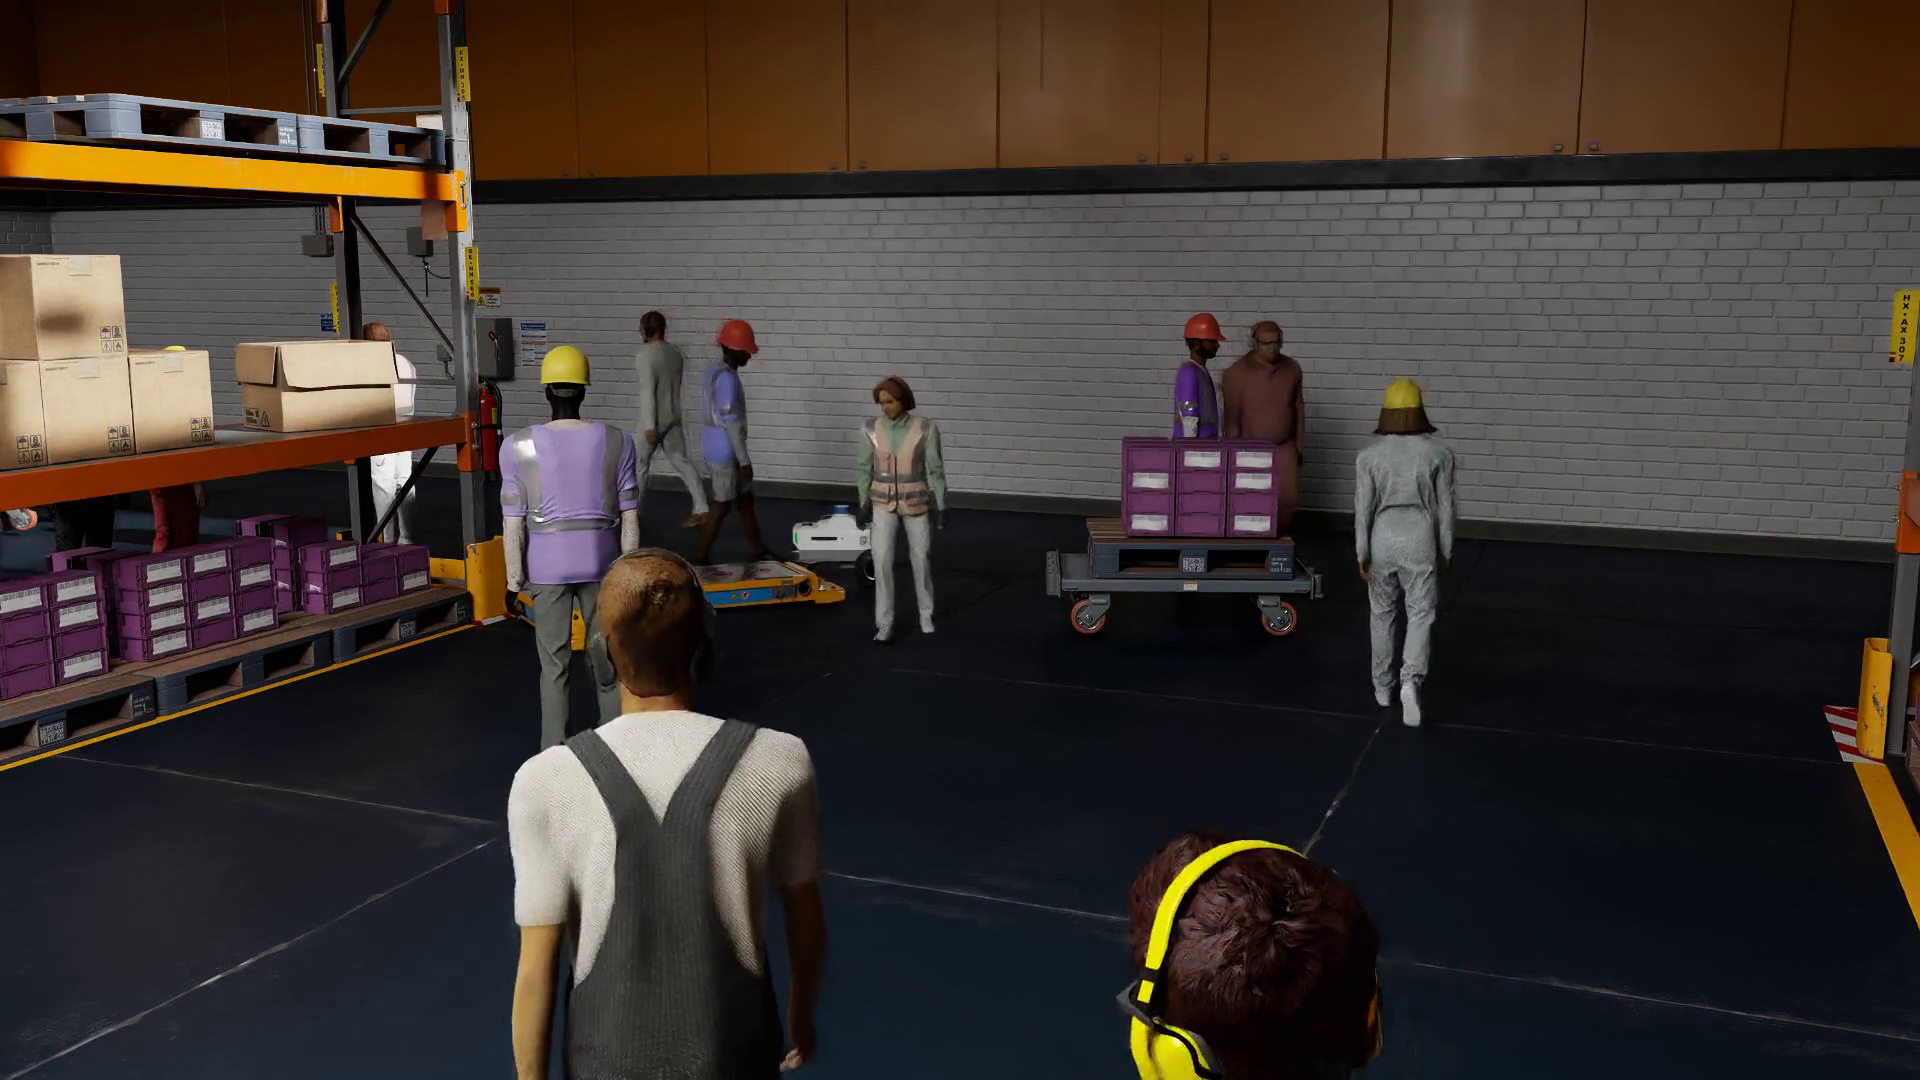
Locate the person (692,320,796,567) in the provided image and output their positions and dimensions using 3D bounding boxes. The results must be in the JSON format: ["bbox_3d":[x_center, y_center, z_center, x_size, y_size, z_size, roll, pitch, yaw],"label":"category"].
[{"bbox_3d":[-1.580,-0.623,11.905,0.781,1.881,0.604,-1,9,-9],"label":"person"}]

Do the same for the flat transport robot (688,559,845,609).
[{"bbox_3d":[-1.549,0.313,11.092,1.431,0.197,0.652,-4,10,-25],"label":"flat transport robot"}]

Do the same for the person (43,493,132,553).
[{"bbox_3d":[-5.332,-0.345,10.098,0.392,1.922,0.591,4,10,21],"label":"person"}]

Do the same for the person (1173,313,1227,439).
[{"bbox_3d":[1.691,-0.631,11.773,0.357,1.936,0.551,2,10,14],"label":"person"}]

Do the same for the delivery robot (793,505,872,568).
[{"bbox_3d":[-0.838,-0.008,11.900,0.707,0.478,0.477,0,9,0],"label":"delivery robot"}]

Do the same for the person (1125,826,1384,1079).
[{"bbox_3d":[0.293,1.155,1.397,0.622,1.790,1.037,-1,9,-7],"label":"person"}]

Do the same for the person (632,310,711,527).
[{"bbox_3d":[-2.581,-1.037,14.403,1.009,1.893,0.647,4,10,24],"label":"person"}]

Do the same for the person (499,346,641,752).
[{"bbox_3d":[-1.690,0.123,7.243,0.594,1.924,0.382,-4,10,-22],"label":"person"}]

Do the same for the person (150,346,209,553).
[{"bbox_3d":[-5.007,-0.361,10.684,0.528,1.762,0.347,6,11,33],"label":"person"}]

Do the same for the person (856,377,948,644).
[{"bbox_3d":[-0.363,-0.177,10.037,0.585,1.591,0.790,1,9,9],"label":"person"}]

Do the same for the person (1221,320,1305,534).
[{"bbox_3d":[2.226,-0.661,12.118,0.663,1.883,0.408,-2,10,-13],"label":"person"}]

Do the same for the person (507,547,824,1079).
[{"bbox_3d":[-0.490,0.903,2.892,0.516,1.796,0.943,-1,9,-8],"label":"person"}]

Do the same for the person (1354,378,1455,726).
[{"bbox_3d":[2.213,0.049,8.328,0.489,1.714,0.764,3,10,19],"label":"person"}]

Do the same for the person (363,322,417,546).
[{"bbox_3d":[-4.445,-0.753,12.826,0.430,1.838,0.624,3,10,17],"label":"person"}]

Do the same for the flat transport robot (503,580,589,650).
[{"bbox_3d":[-2.347,0.433,10.368,0.652,0.197,1.431,-5,11,-29],"label":"flat transport robot"}]
